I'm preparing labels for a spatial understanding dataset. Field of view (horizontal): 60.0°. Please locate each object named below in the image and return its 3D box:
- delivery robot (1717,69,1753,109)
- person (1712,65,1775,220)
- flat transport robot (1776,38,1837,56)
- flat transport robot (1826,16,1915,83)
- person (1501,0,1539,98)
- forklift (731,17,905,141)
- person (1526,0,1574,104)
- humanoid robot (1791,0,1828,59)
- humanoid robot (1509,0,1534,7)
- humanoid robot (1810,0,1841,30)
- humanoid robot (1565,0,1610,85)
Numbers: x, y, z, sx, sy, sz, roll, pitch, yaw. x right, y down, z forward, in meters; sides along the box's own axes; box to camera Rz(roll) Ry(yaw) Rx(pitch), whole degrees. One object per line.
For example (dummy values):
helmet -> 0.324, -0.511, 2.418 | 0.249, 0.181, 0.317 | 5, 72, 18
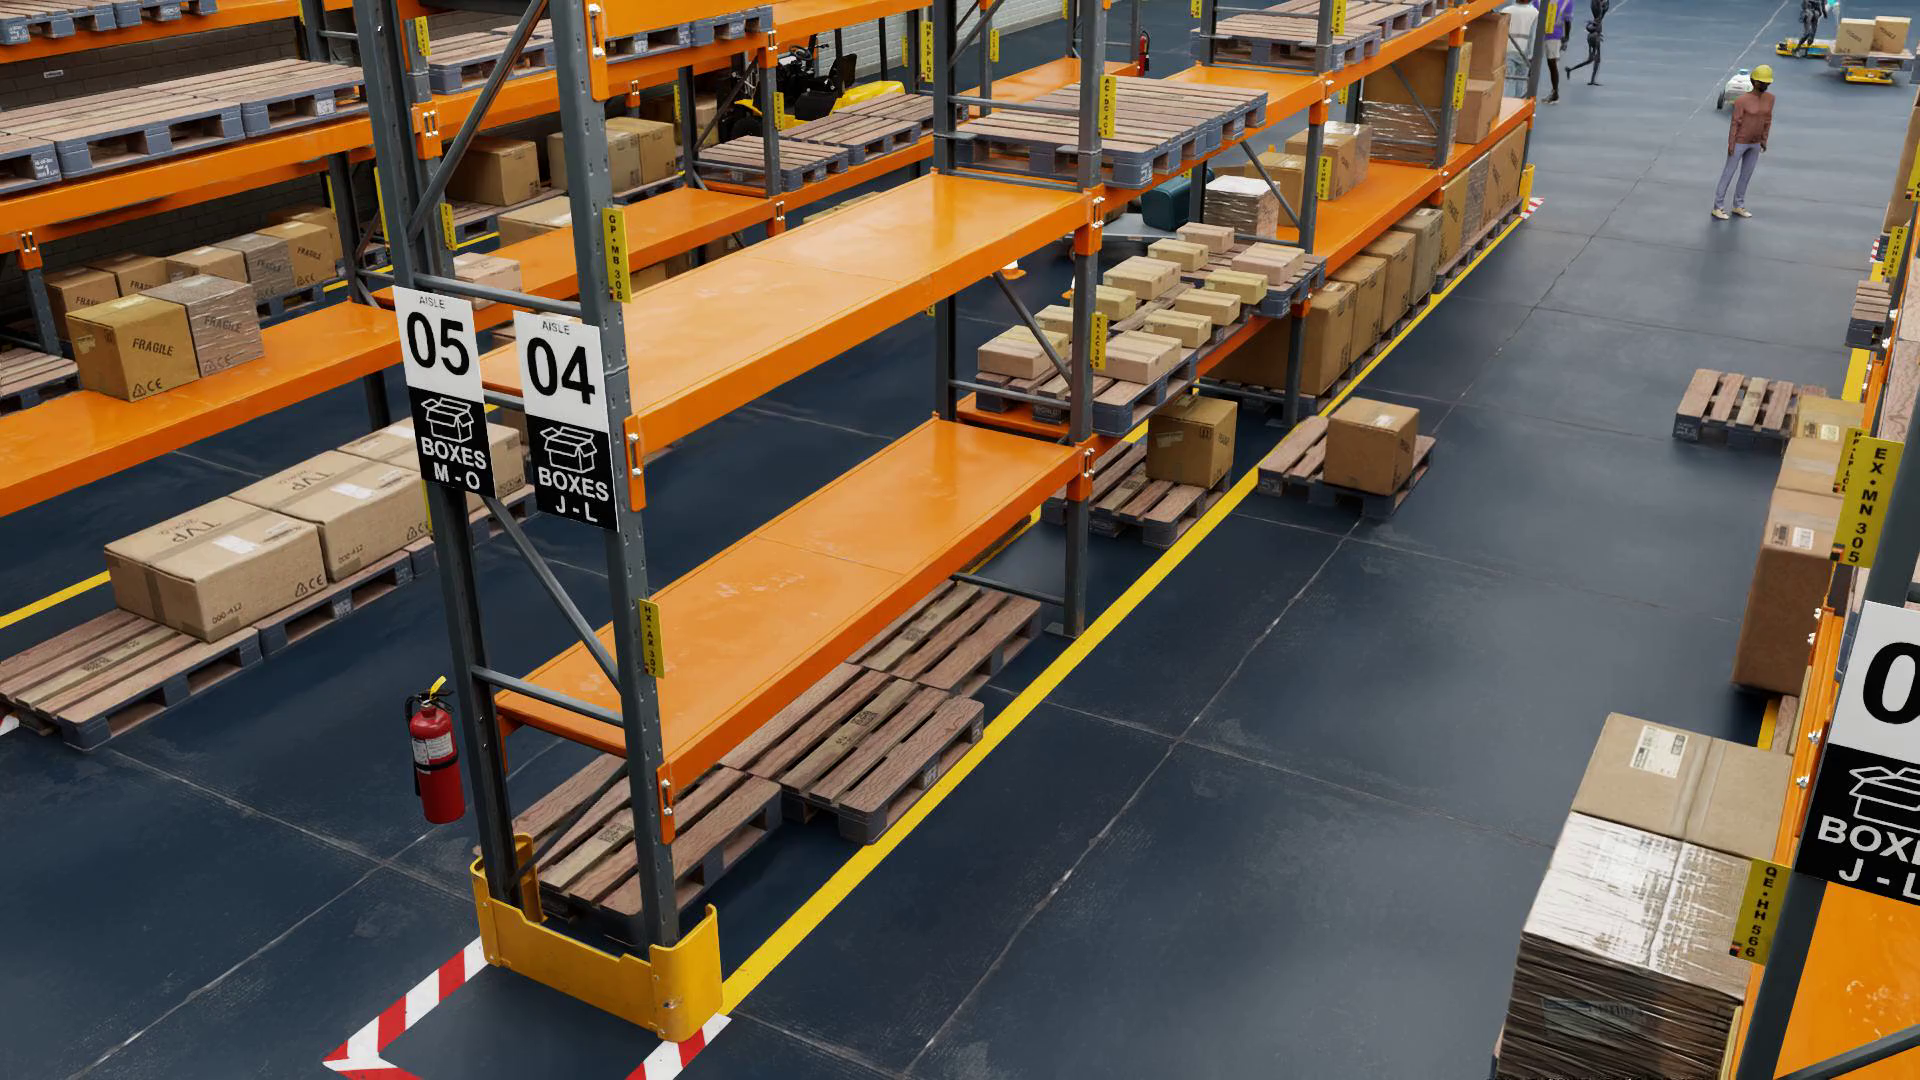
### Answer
delivery robot -> 11.796, -6.800, 25.131 | 0.523, 0.586, 0.757 | 14, 29, 27
person -> 9.059, -4.566, 19.122 | 0.515, 1.759, 0.343 | -8, 27, -16
flat transport robot -> 15.205, -8.672, 29.361 | 1.431, 0.231, 0.659 | 10, 27, 20
flat transport robot -> 14.964, -7.752, 27.449 | 0.659, 0.231, 1.431 | 10, 28, 20
person -> 8.152, -7.169, 24.395 | 0.602, 1.867, 0.913 | 15, 29, 28
forklift -> -1.819, -5.975, 21.543 | 2.313, 2.155, 1.214 | 14, 29, 26
person -> 8.940, -7.636, 25.285 | 0.591, 1.937, 0.507 | 17, 30, 31
humanoid robot -> 14.820, -9.216, 28.868 | 0.608, 1.651, 0.325 | -12, 28, -24
humanoid robot -> 9.791, -9.373, 29.061 | 0.545, 1.749, 0.682 | -3, 26, -6
humanoid robot -> 16.671, -10.590, 31.727 | 0.865, 1.834, 0.550 | 0, 26, -1
humanoid robot -> 10.123, -8.154, 26.672 | 0.613, 1.632, 0.612 | 7, 26, 13
